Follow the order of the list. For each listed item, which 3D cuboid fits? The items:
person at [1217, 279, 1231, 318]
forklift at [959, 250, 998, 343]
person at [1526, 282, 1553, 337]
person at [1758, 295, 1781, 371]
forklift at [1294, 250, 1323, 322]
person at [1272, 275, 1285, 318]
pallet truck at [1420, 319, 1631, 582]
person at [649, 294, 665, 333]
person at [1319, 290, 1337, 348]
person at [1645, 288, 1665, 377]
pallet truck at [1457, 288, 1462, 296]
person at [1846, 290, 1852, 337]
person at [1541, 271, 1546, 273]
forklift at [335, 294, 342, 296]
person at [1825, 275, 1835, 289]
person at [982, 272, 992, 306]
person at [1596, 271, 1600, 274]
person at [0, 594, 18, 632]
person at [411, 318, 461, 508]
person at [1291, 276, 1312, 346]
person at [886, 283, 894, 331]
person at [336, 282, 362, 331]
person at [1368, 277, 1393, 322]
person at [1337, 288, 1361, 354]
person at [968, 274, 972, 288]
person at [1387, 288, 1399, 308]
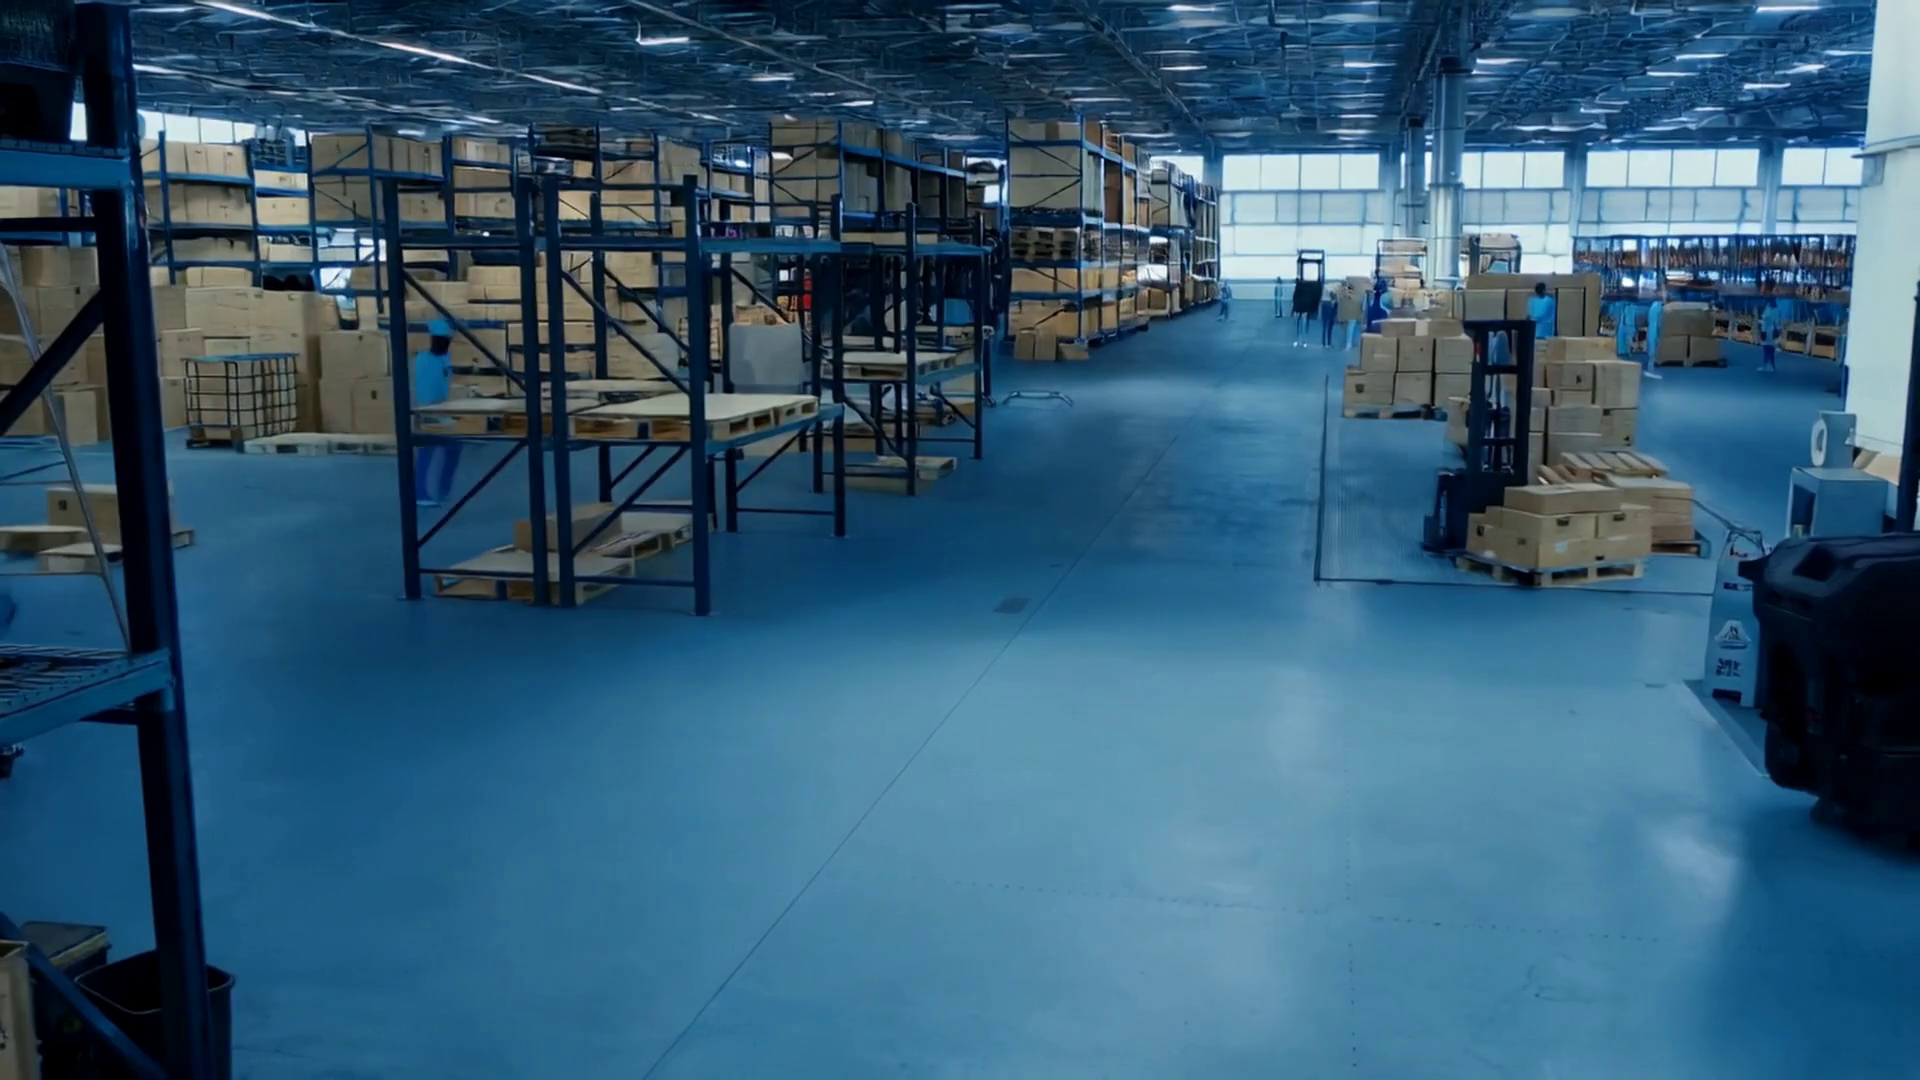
[{"bbox_3d":[11.138,-10.194,70.186,0.543,1.643,0.870,0,10,2],"label":"person"},{"bbox_3d":[0.431,-7.052,47.968,1.129,2.768,1.873,2,10,12],"label":"forklift"},{"bbox_3d":[13.223,-4.904,37.994,0.598,1.958,0.385,7,12,37],"label":"person"},{"bbox_3d":[17.965,-4.579,36.852,0.320,1.693,0.537,0,10,-1],"label":"person"},{"bbox_3d":[13.778,-10.002,65.433,1.129,2.768,1.873,2,10,12],"label":"forklift"},{"bbox_3d":[13.438,-10.276,70.200,0.404,1.823,0.590,-7,12,-36],"label":"person"},{"bbox_3d":[4.543,-0.757,13.299,0.823,1.965,1.885,-4,10,-22],"label":"pallet truck"},{"bbox_3d":[-7.510,-5.239,40.954,0.504,1.614,0.536,6,11,32],"label":"person"},{"bbox_3d":[10.274,-6.160,46.409,0.504,1.624,0.339,1,10,6],"label":"person"},{"bbox_3d":[14.660,-4.362,35.015,0.329,1.876,0.515,1,10,8],"label":"person"},{"bbox_3d":[20.506,-9.785,68.819,0.653,1.274,1.630,2,10,12],"label":"pallet truck"},{"bbox_3d":[17.508,-3.987,32.644,0.526,1.920,0.580,9,13,42],"label":"person"},{"bbox_3d":[25.896,-10.988,74.074,0.631,1.929,0.441,-2,10,-14],"label":"person"},{"bbox_3d":[-19.204,-7.762,52.170,1.873,2.768,1.129,2,10,12],"label":"forklift"},{"bbox_3d":[37.695,-10.579,72.116,0.949,1.787,0.591,3,10,18],"label":"person"},{"bbox_3d":[0.921,-9.251,63.628,1.079,1.978,0.606,1,10,7],"label":"person"},{"bbox_3d":[33.870,-13.346,88.294,0.376,1.844,0.571,-1,10,-8],"label":"person"},{"bbox_3d":[-6.540,-0.166,10.733,0.673,1.677,0.541,-3,10,-20],"label":"person"},{"bbox_3d":[-5.215,-1.245,16.519,0.581,1.892,0.596,2,10,13],"label":"person"},{"bbox_3d":[9.775,-6.548,47.597,0.611,1.996,0.378,-1,10,-9],"label":"person"},{"bbox_3d":[-1.745,-5.723,43.040,0.342,1.882,0.579,-1,10,-4],"label":"person"},{"bbox_3d":[-15.150,-5.431,41.246,0.592,1.911,0.385,-8,12,-39],"label":"person"},{"bbox_3d":[10.452,-5.468,41.067,0.537,2.000,0.678,-7,12,-37],"label":"person"},{"bbox_3d":[10.179,-5.721,43.522,0.594,1.706,0.826,1,10,4],"label":"person"},{"bbox_3d":[0.466,-11.266,76.145,0.594,1.787,0.890,3,10,18],"label":"person"},{"bbox_3d":[10.786,-5.437,41.756,0.656,1.732,0.542,8,12,38],"label":"person"}]
